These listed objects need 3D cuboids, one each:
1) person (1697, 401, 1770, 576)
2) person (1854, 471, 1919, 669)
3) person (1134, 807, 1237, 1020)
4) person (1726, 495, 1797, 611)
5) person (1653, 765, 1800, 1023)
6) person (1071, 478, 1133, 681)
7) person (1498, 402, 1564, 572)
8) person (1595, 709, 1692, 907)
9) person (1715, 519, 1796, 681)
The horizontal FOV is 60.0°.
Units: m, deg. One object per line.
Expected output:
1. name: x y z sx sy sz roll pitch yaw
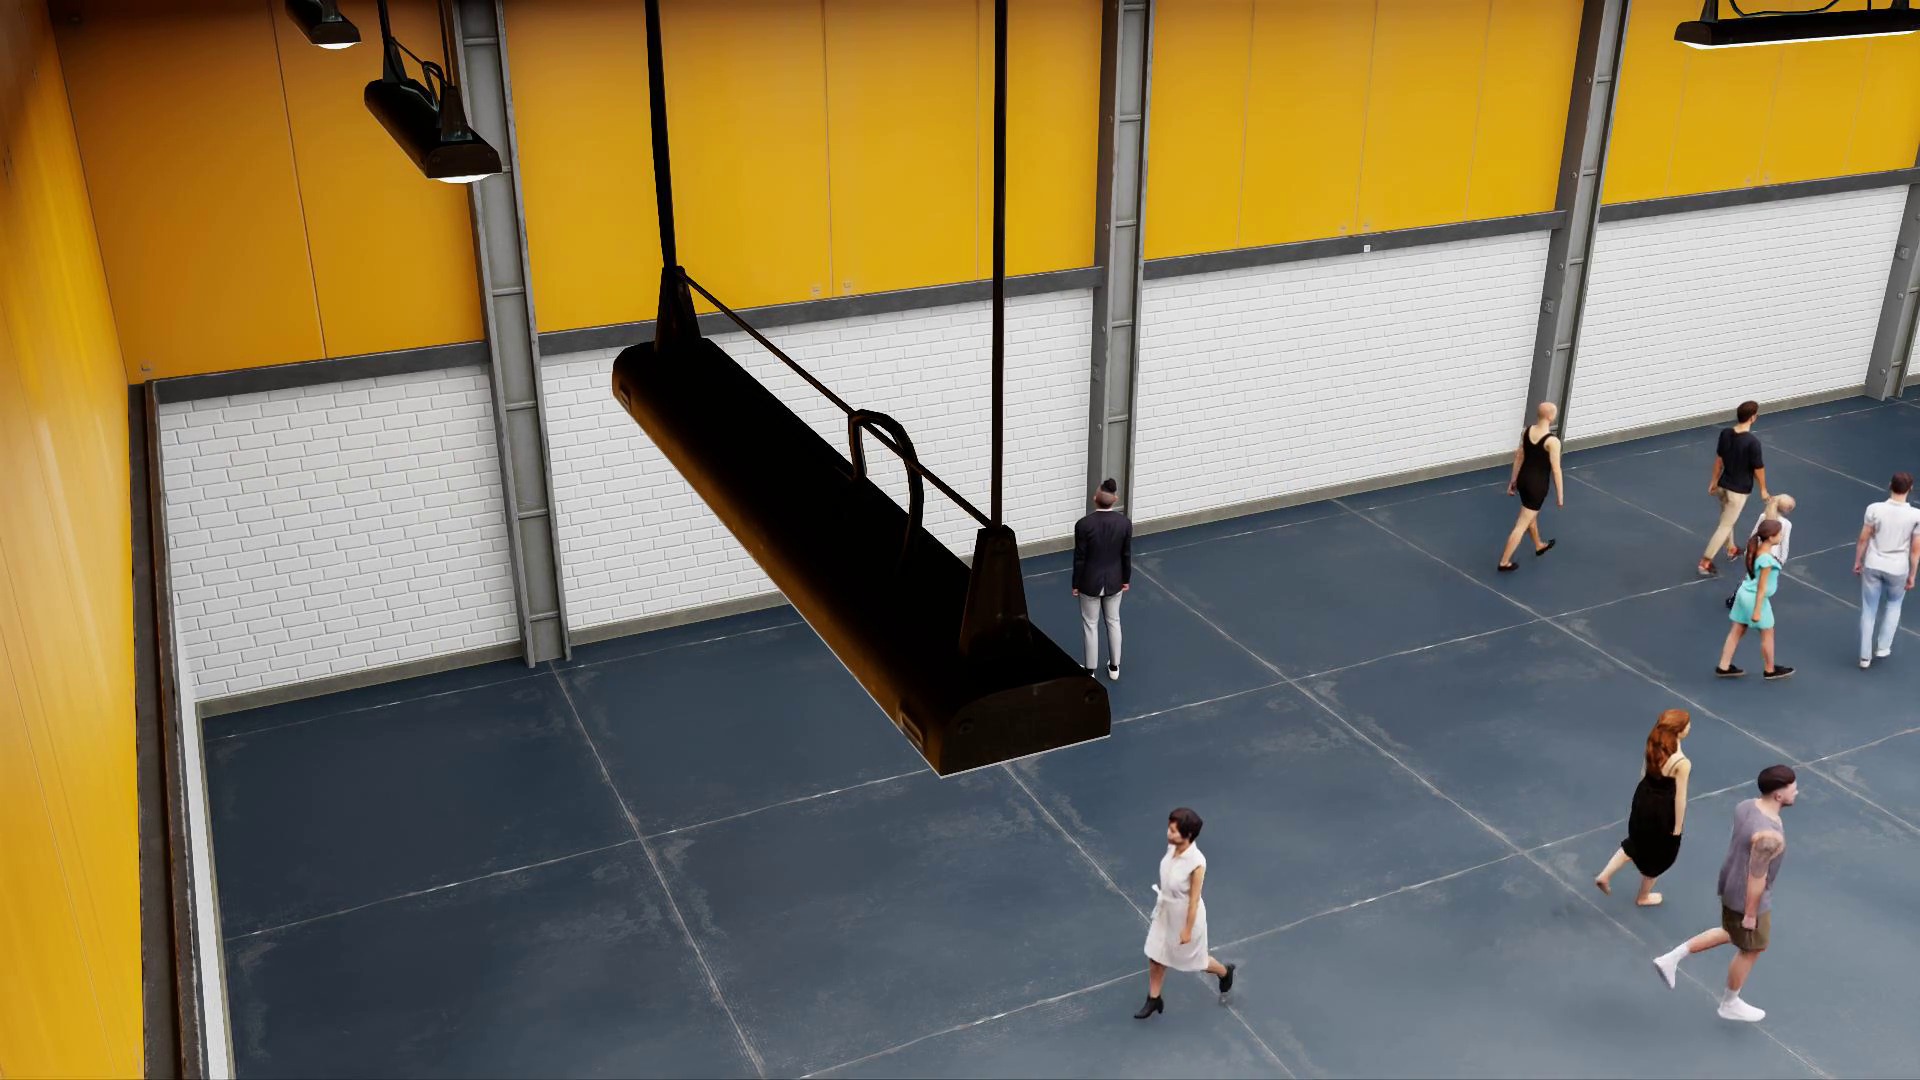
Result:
1. person: 7.787 -0.489 16.838 1.044 1.821 0.688 -9 25 -20
2. person: 8.332 0.307 15.007 0.840 1.829 0.891 14 27 30
3. person: 1.470 2.389 10.615 0.948 1.533 0.593 -12 26 -25
4. person: 7.748 0.152 16.075 0.665 1.258 0.610 16 28 33
5. person: 4.828 2.203 10.414 1.055 1.831 0.922 4 24 9
6. person: 1.258 0.343 14.774 0.591 1.950 0.815 -6 24 -13
7. person: 5.754 -0.505 16.938 1.075 1.771 0.682 -11 26 -24
8. person: 4.789 1.904 11.633 0.811 1.607 0.631 -8 25 -17
9. person: 7.009 0.542 14.830 0.963 1.541 0.783 0 24 1
